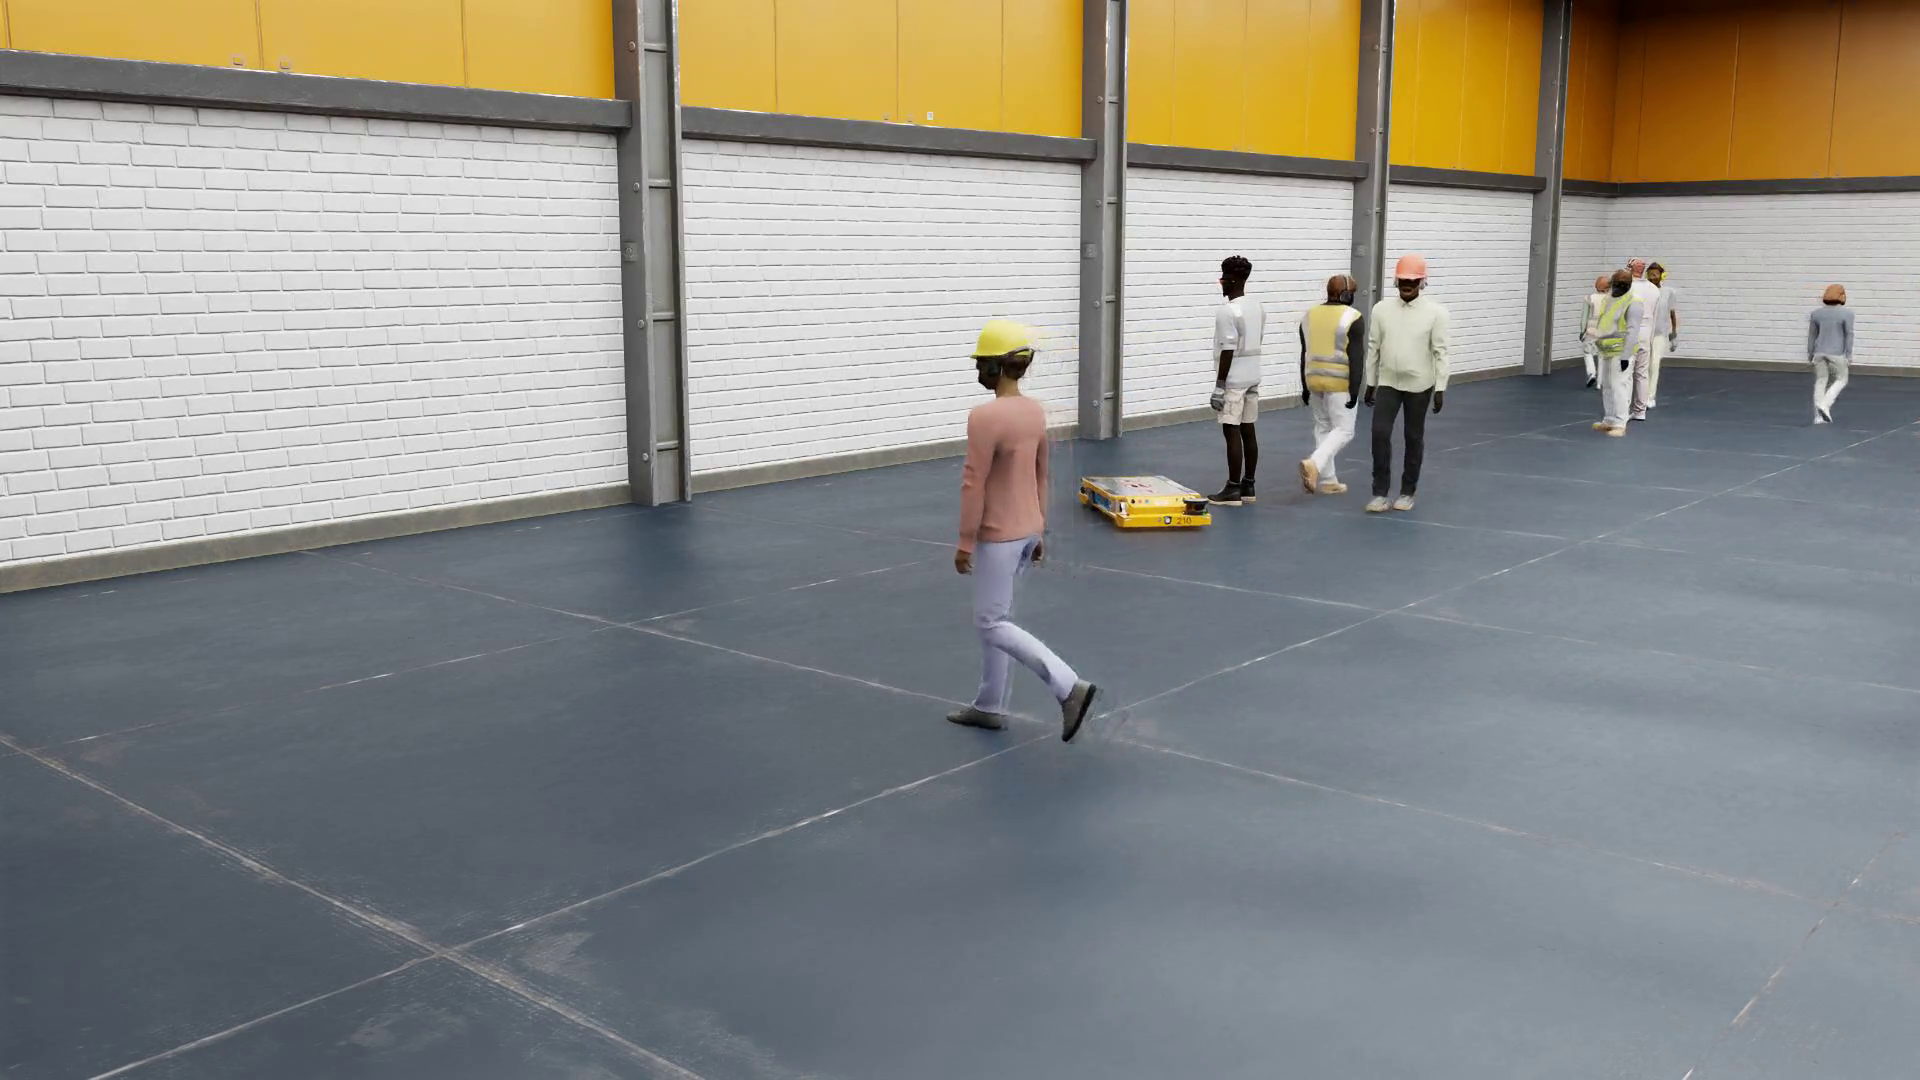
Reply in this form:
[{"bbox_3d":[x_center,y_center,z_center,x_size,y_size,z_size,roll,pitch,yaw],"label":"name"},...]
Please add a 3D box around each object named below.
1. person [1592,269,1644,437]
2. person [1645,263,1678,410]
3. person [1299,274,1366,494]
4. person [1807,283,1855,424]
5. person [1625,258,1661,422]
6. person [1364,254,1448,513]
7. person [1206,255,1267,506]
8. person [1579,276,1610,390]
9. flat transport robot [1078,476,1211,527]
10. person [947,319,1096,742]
[{"bbox_3d":[7.067,-2.018,17.965,0.459,1.803,0.764,-1,10,-8],"label":"person"},{"bbox_3d":[8.624,-2.533,20.804,0.572,1.824,0.938,8,13,38],"label":"person"},{"bbox_3d":[2.978,-1.242,13.491,0.678,1.821,0.628,-8,13,-40],"label":"person"},{"bbox_3d":[9.994,-2.133,19.106,0.374,1.618,0.524,-7,12,-35],"label":"person"},{"bbox_3d":[7.823,-2.327,19.411,0.637,1.910,0.403,-5,11,-24],"label":"person"},{"bbox_3d":[3.360,-1.171,12.644,0.654,1.964,0.785,6,11,29],"label":"person"},{"bbox_3d":[2.178,-1.255,13.133,0.369,1.967,0.601,8,13,38],"label":"person"},{"bbox_3d":[9.140,-2.956,23.788,0.536,1.624,0.376,2,10,11],"label":"person"},{"bbox_3d":[1.369,-0.306,12.559,0.652,0.197,1.431,-2,10,-9],"label":"flat transport robot"},{"bbox_3d":[0.240,-0.027,6.781,0.676,1.738,0.522,6,11,29],"label":"person"}]
